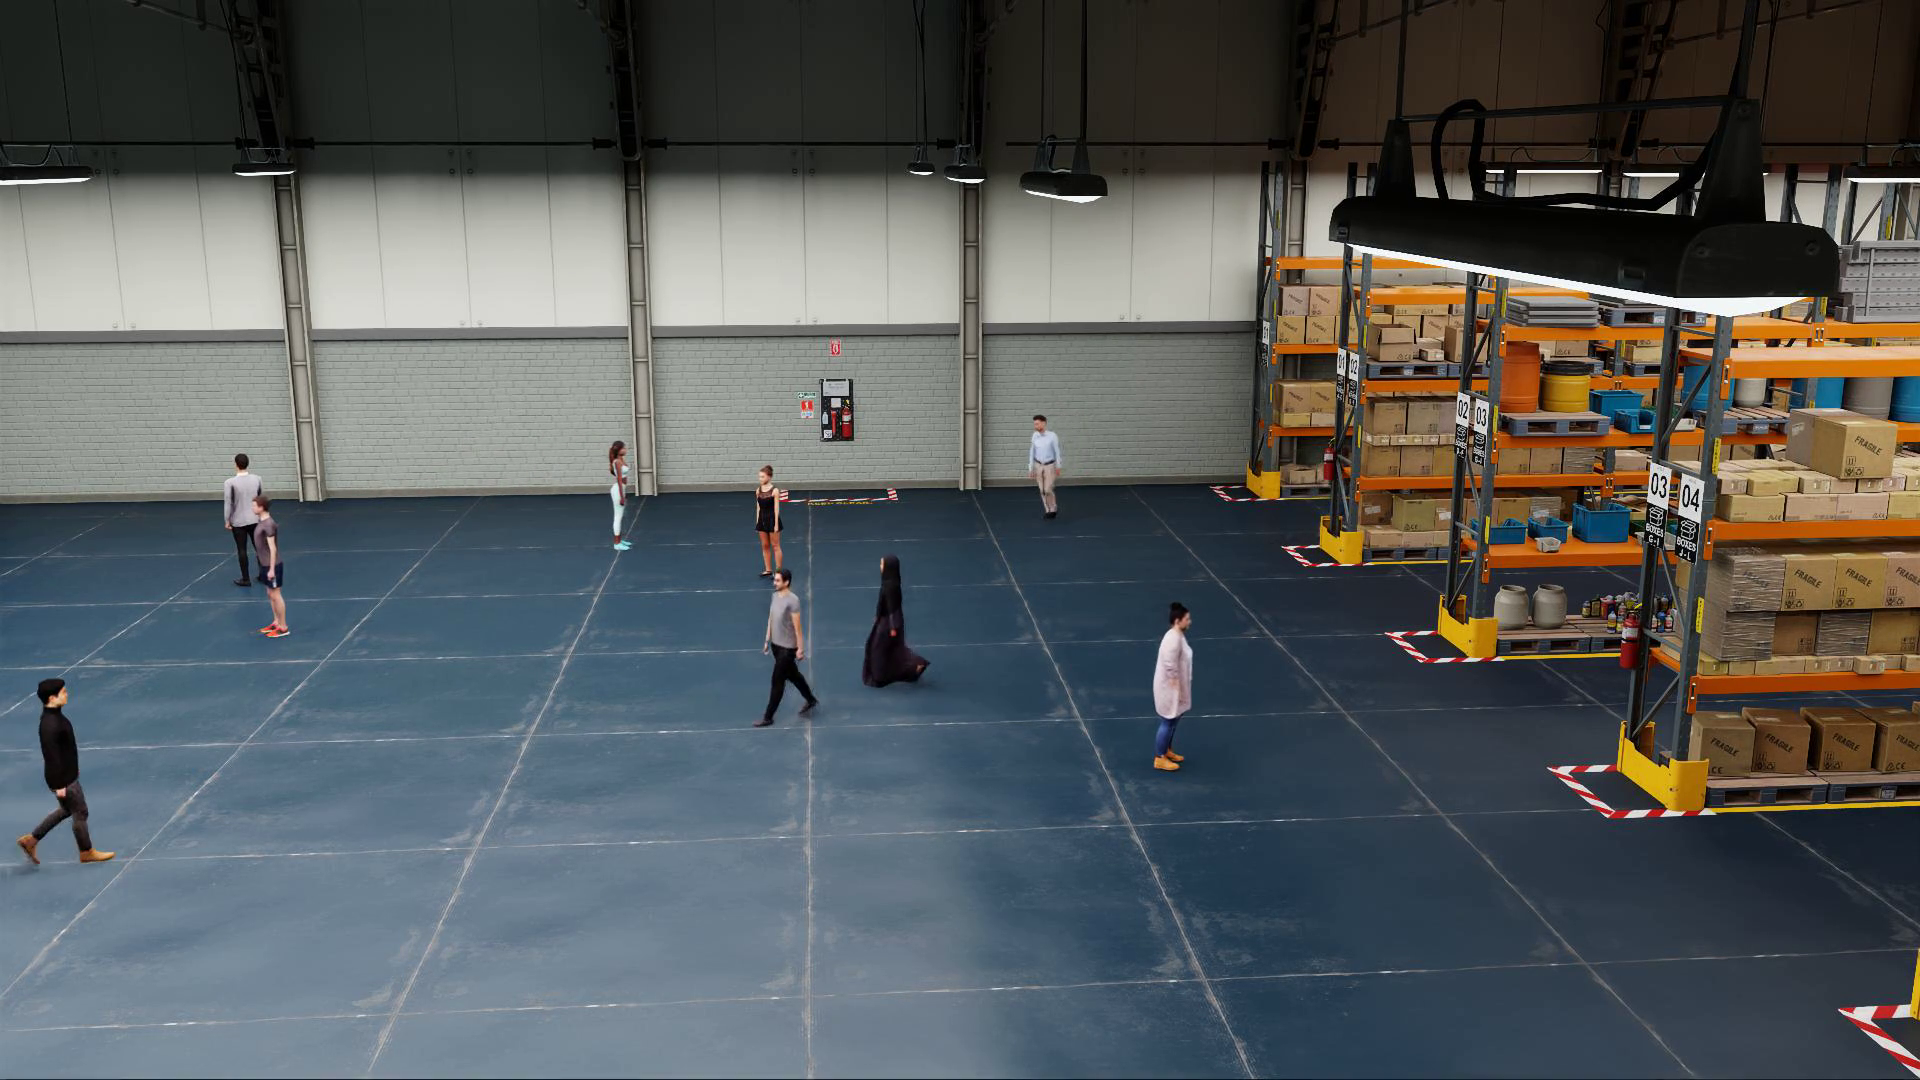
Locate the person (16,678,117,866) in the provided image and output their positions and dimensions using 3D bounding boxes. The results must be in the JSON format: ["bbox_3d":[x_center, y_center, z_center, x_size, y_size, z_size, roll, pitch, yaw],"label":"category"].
[{"bbox_3d":[-7.870,2.044,14.454,1.082,1.703,0.890,-7,15,-27],"label":"person"}]

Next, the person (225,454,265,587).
[{"bbox_3d":[-10.332,-0.300,24.088,0.899,1.924,0.834,9,16,35],"label":"person"}]

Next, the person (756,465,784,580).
[{"bbox_3d":[-2.803,-0.268,24.490,0.672,1.680,0.751,8,15,32],"label":"person"}]

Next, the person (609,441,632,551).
[{"bbox_3d":[-5.394,-0.723,26.353,0.515,1.726,0.558,-1,13,-6],"label":"person"}]

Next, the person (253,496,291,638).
[{"bbox_3d":[-8.920,0.326,21.542,0.712,1.852,0.727,-8,15,-31],"label":"person"}]

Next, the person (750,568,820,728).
[{"bbox_3d":[-1.845,1.160,18.245,1.255,1.715,1.055,-10,16,-37],"label":"person"}]

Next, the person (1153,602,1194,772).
[{"bbox_3d":[2.131,1.468,16.864,0.738,1.737,0.755,3,13,14],"label":"person"}]

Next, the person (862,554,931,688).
[{"bbox_3d":[-0.739,0.950,19.422,1.040,1.592,0.654,0,13,0],"label":"person"}]

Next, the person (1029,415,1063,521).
[{"bbox_3d":[1.512,-1.229,28.359,0.792,1.808,0.866,4,14,18],"label":"person"}]
